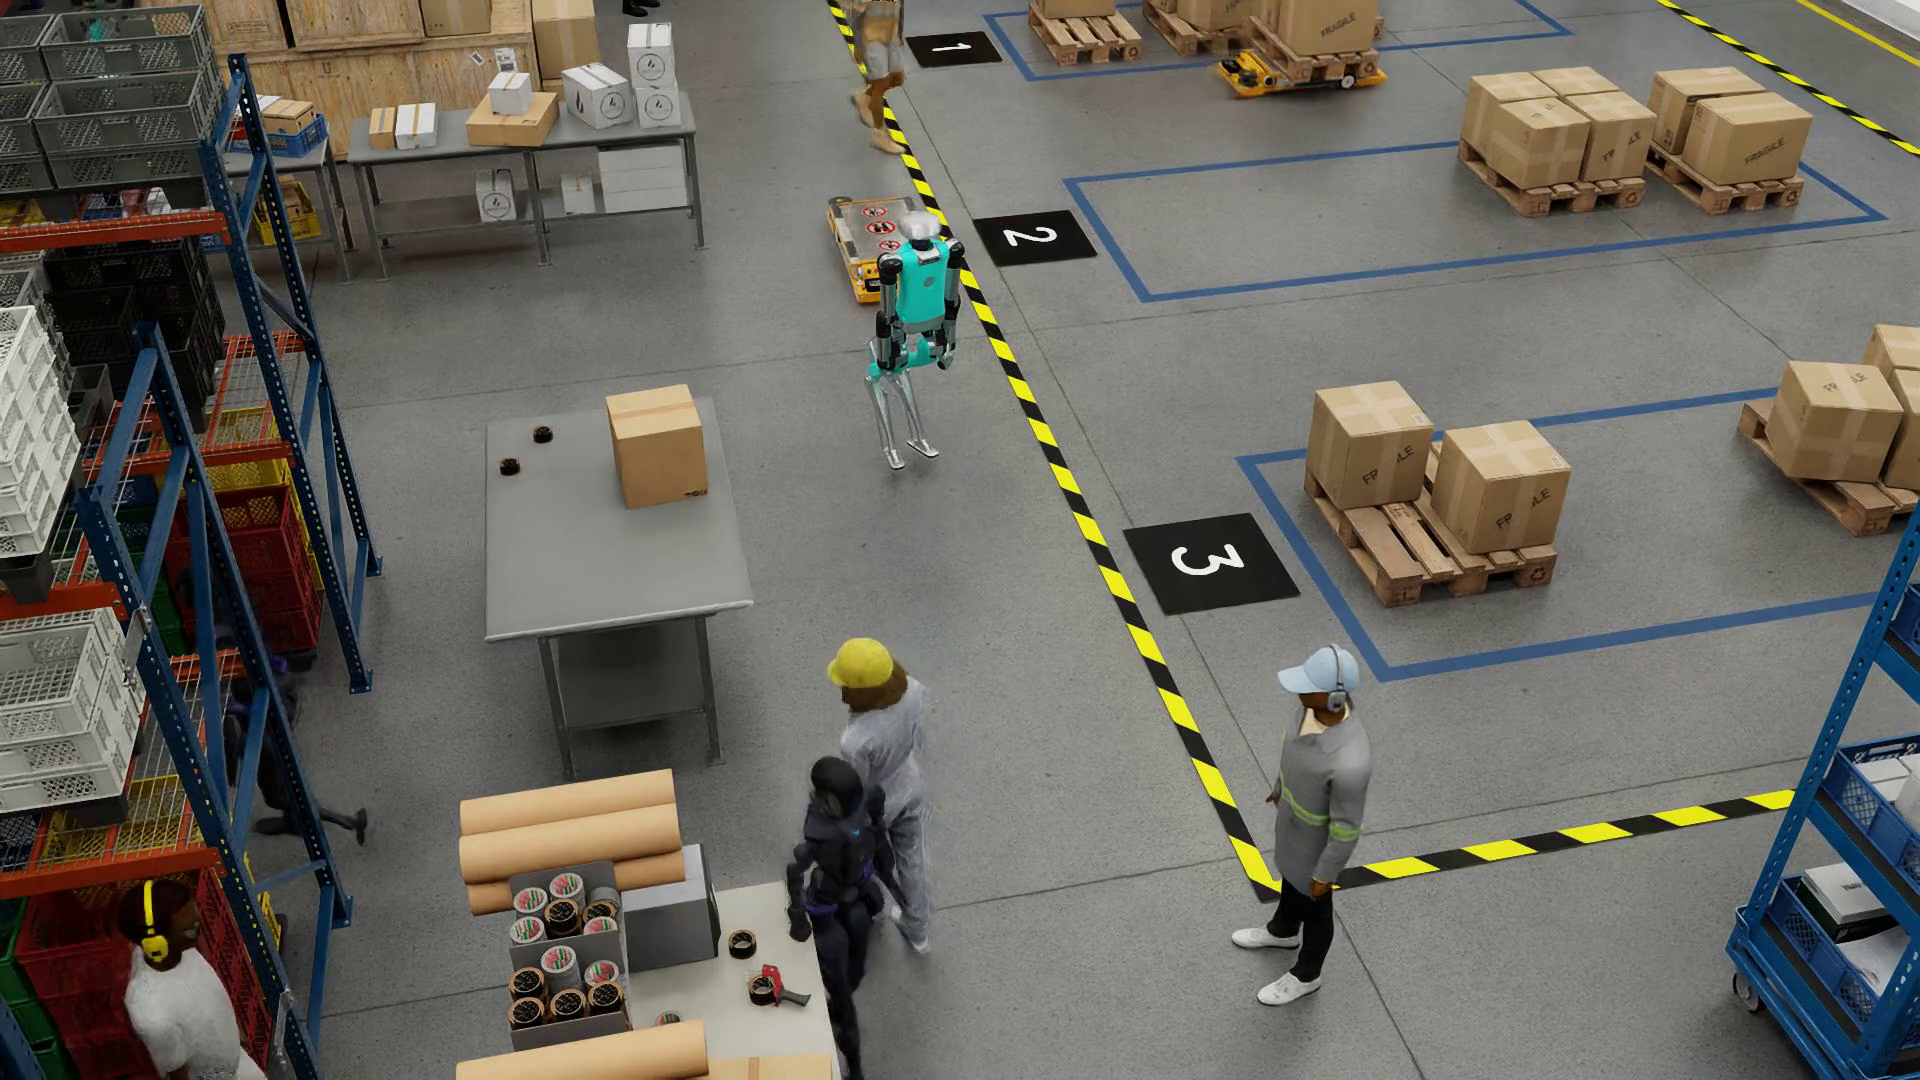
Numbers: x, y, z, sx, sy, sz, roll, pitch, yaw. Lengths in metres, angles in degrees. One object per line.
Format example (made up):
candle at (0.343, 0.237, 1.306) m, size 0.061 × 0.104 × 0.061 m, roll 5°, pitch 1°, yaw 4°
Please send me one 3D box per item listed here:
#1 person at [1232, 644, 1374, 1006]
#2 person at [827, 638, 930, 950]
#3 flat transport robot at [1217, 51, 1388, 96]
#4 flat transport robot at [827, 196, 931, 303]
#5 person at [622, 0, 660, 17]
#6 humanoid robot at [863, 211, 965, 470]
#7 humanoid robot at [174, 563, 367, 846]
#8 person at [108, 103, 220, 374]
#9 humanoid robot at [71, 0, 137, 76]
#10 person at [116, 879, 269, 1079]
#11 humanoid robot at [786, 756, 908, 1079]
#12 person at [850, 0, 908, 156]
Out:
person at (1.383, 1.151, 6.694) m, size 0.396 × 1.861 × 0.588 m, roll -5°, pitch 37°, yaw -7°
person at (-0.330, 1.042, 6.939) m, size 0.494 × 1.719 × 0.571 m, roll 25°, pitch 44°, yaw 30°
flat transport robot at (3.179, -4.388, 15.427) m, size 1.431 × 0.197 × 0.652 m, roll -8°, pitch 37°, yaw -10°
flat transport robot at (-0.570, -2.220, 12.538) m, size 0.659 × 0.231 × 1.431 m, roll -8°, pitch 37°, yaw -10°
person at (-3.271, -6.213, 16.515) m, size 0.370 × 1.927 × 0.542 m, roll 12°, pitch 38°, yaw 15°
humanoid robot at (-0.344, -1.246, 9.885) m, size 0.533 × 1.677 × 0.735 m, roll -19°, pitch 41°, yaw -23°
humanoid robot at (-3.032, 0.747, 7.378) m, size 0.615 × 1.630 × 0.594 m, roll 0°, pitch 37°, yaw 0°
person at (-5.219, -2.002, 10.866) m, size 0.399 × 1.915 × 0.589 m, roll -1°, pitch 37°, yaw -1°
humanoid robot at (-7.265, -4.225, 14.104) m, size 0.550 × 1.903 × 0.719 m, roll 0°, pitch 37°, yaw 1°
person at (-2.628, 1.853, 5.755) m, size 0.635 × 1.845 × 0.517 m, roll -8°, pitch 37°, yaw -11°
humanoid robot at (-0.417, 1.462, 6.429) m, size 0.594 × 1.646 × 0.609 m, roll 24°, pitch 43°, yaw 29°
person at (-0.702, -4.210, 13.751) m, size 0.647 × 2.023 × 0.626 m, roll 27°, pitch 44°, yaw 31°
